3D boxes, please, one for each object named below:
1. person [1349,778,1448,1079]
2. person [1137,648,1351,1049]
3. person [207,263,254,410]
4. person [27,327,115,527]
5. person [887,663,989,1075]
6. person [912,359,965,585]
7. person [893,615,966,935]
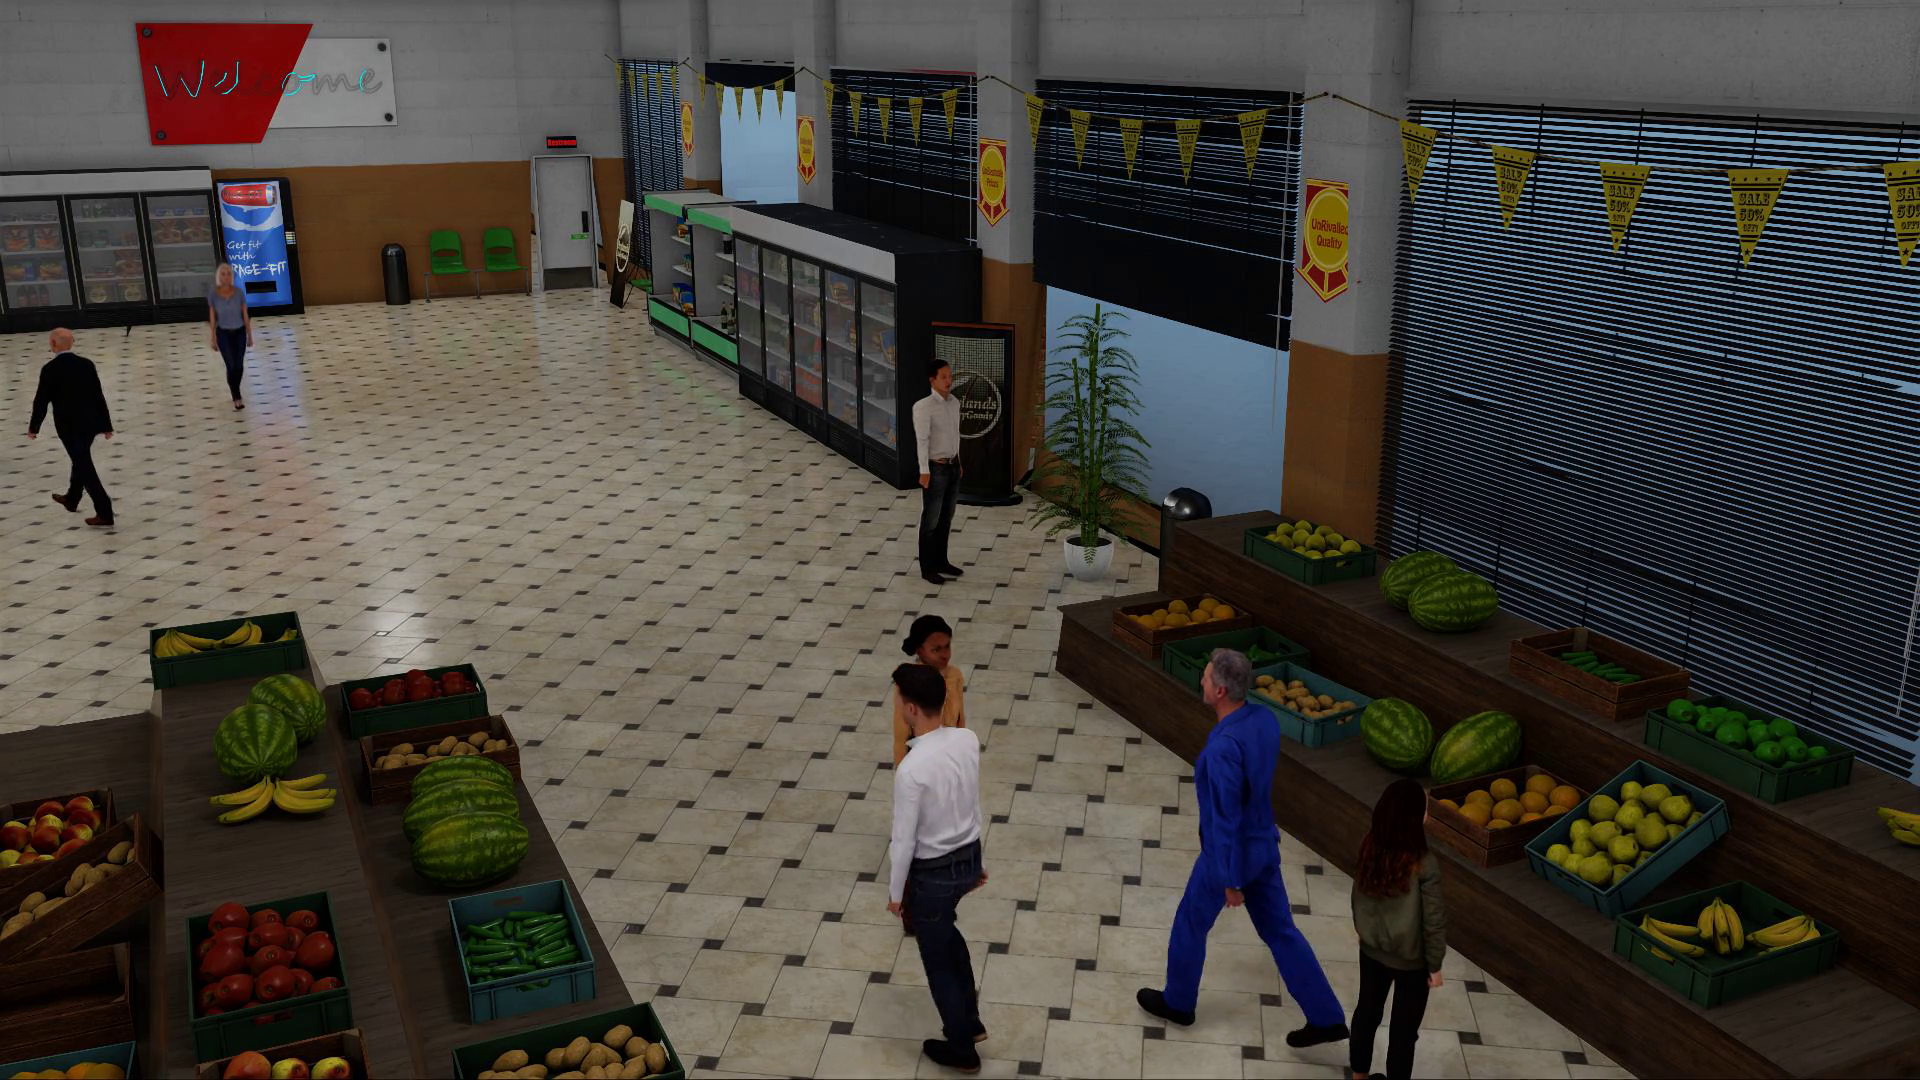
[{"bbox_3d":[1.750,1.649,6.697,0.677,1.475,0.505,-12,20,-34],"label":"person"},{"bbox_3d":[1.277,1.370,7.089,1.301,1.781,1.045,12,21,35],"label":"person"},{"bbox_3d":[-8.652,-2.413,19.727,0.724,1.678,1.158,-11,20,-32],"label":"person"},{"bbox_3d":[-7.819,-0.970,14.840,1.236,1.754,1.149,7,18,21],"label":"person"},{"bbox_3d":[-0.009,1.404,6.847,0.773,1.856,0.758,16,23,42],"label":"person"},{"bbox_3d":[-0.169,-0.571,13.432,0.729,1.810,0.747,12,21,35],"label":"person"},{"bbox_3d":[-0.157,1.139,8.083,0.628,1.647,0.634,-14,22,-38],"label":"person"}]
